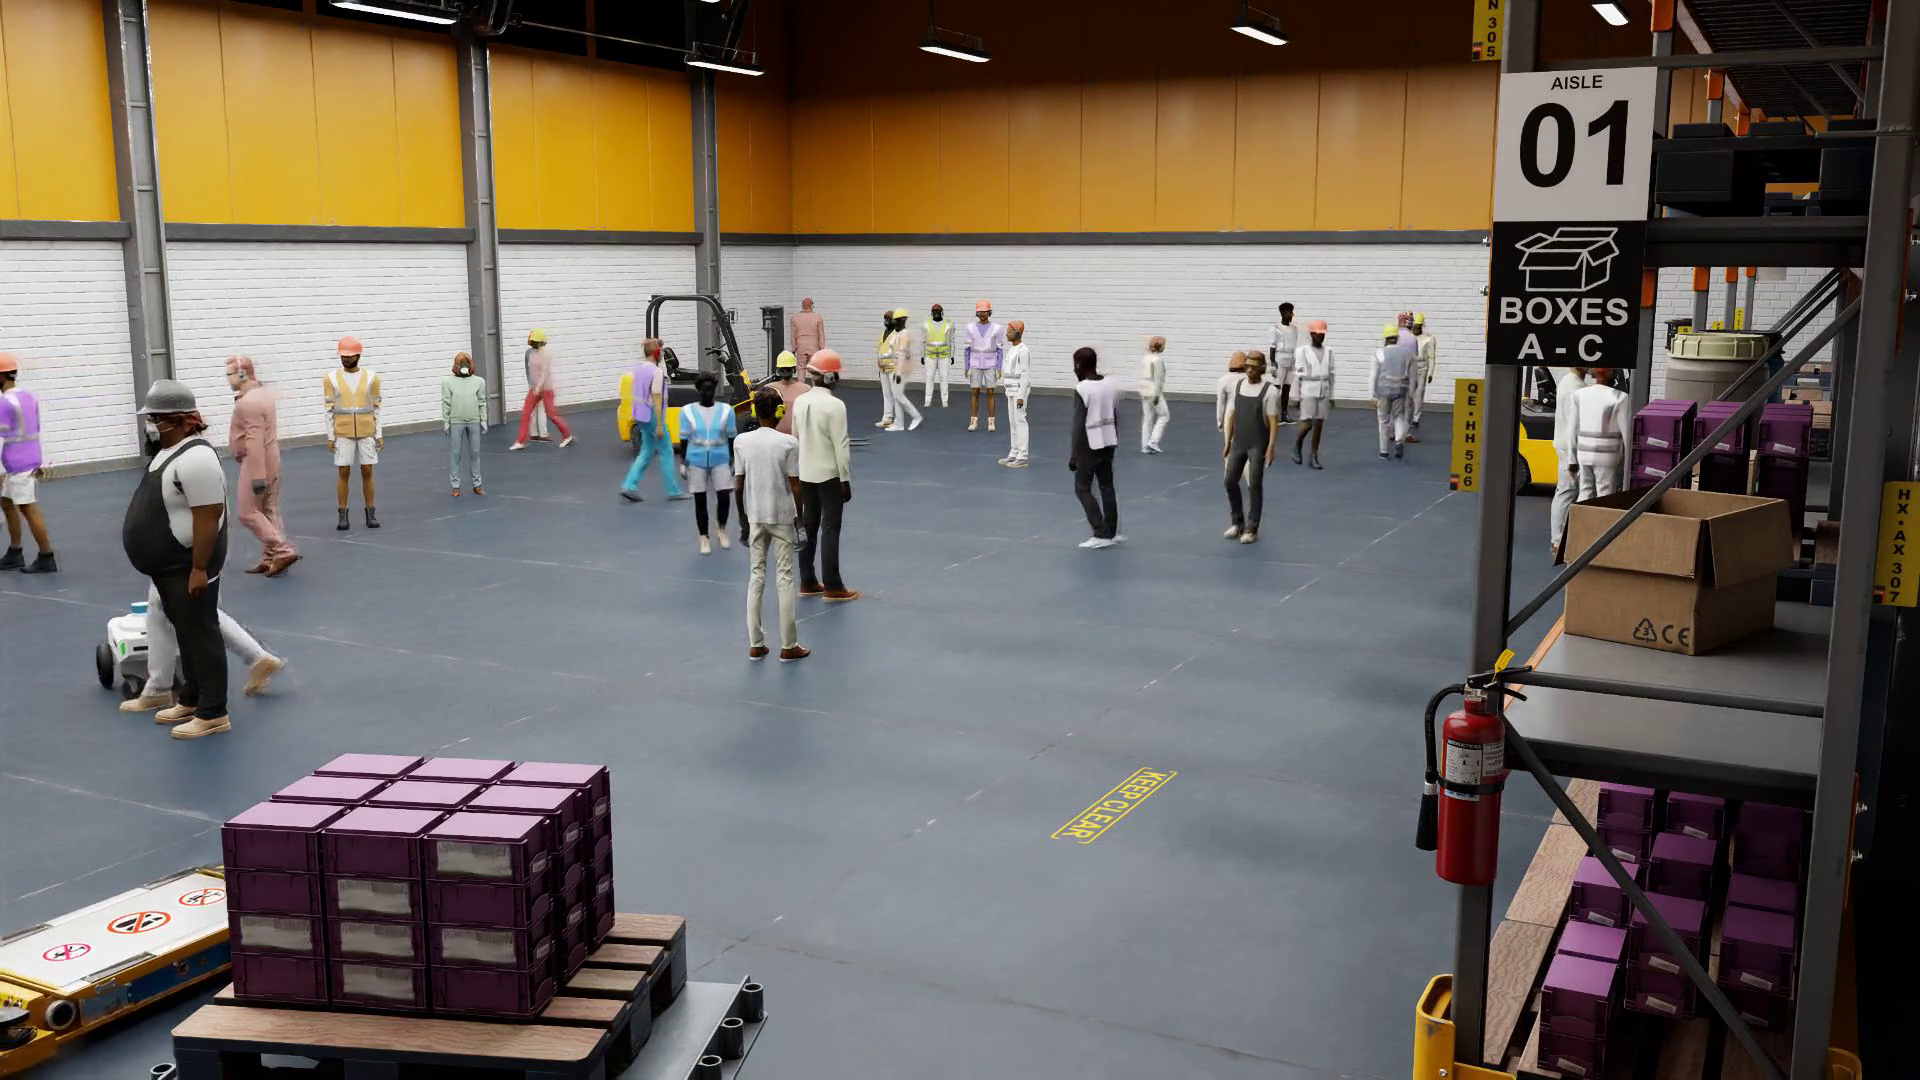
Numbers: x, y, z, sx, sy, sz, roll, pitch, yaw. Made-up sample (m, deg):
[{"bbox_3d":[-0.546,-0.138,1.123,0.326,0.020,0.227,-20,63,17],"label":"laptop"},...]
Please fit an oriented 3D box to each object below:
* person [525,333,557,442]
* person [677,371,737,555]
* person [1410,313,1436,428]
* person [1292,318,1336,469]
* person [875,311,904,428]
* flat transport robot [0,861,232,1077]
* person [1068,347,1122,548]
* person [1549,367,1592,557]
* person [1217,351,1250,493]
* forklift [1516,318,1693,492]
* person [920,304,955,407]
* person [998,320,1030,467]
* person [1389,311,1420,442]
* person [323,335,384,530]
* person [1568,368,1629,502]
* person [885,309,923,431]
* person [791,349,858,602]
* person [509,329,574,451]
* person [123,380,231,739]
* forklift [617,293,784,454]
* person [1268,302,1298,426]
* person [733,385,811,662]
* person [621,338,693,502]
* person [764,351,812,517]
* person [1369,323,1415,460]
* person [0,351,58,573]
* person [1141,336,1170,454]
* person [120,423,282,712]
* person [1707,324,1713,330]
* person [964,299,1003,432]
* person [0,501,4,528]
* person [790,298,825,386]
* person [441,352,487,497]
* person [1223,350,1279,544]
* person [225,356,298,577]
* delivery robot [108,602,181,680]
[{"bbox_3d":[-6.136,-2.246,24.249,0.500,1.636,0.285,8,13,39],"label":"person"},{"bbox_3d":[-2.290,-0.694,15.104,0.541,1.682,0.361,-2,10,-11],"label":"person"},{"bbox_3d":[7.081,-2.632,25.960,0.627,1.810,0.641,5,11,28],"label":"person"},{"bbox_3d":[4.508,-1.860,21.160,0.539,1.927,0.466,-3,10,-18],"label":"person"},{"bbox_3d":[-1.088,-2.674,26.123,0.429,1.846,0.629,-8,12,-38],"label":"person"},{"bbox_3d":[-3.129,1.550,6.220,0.652,0.197,1.431,5,11,27],"label":"flat transport robot"},{"bbox_3d":[1.329,-0.857,15.540,0.788,1.878,0.363,-9,13,-42],"label":"person"},{"bbox_3d":[5.543,-0.805,15.029,0.356,1.938,0.638,3,10,17],"label":"person"},{"bbox_3d":[3.204,-1.349,19.086,0.506,1.631,0.295,3,10,14],"label":"person"},{"bbox_3d":[7.066,-1.601,18.899,2.313,2.155,1.214,5,11,27],"label":"forklift"},{"bbox_3d":[-0.400,-3.276,29.614,0.627,1.843,0.429,0,10,2],"label":"person"},{"bbox_3d":[0.719,-1.875,21.390,0.355,1.883,0.575,-3,10,-16],"label":"person"},{"bbox_3d":[6.462,-2.373,24.202,0.410,1.909,0.643,-4,11,-22],"label":"person"},{"bbox_3d":[-6.020,-1.067,16.561,0.547,1.934,0.376,-4,11,-23],"label":"person"},{"bbox_3d":[5.619,-0.691,14.557,0.422,1.880,0.598,-6,11,-31],"label":"person"},{"bbox_3d":[-0.868,-2.604,25.598,0.558,1.889,0.641,-1,10,-6],"label":"person"},{"bbox_3d":[-1.070,-0.511,13.167,0.396,1.992,0.622,-10,14,-44],"label":"person"},{"bbox_3d":[-5.883,-2.115,23.315,0.513,1.698,0.915,8,12,37],"label":"person"},{"bbox_3d":[-4.468,0.101,9.492,0.539,2.000,0.688,-7,12,-36],"label":"person"},{"bbox_3d":[-3.588,-2.317,23.042,2.313,2.155,1.214,-1,10,-5],"label":"forklift"},{"bbox_3d":[5.180,-2.815,26.585,0.607,1.967,0.367,-7,12,-36],"label":"person"},{"bbox_3d":[-1.264,-0.106,11.205,0.508,1.865,0.328,3,10,17],"label":"person"},{"bbox_3d":[-3.389,-1.315,18.338,0.780,1.819,0.580,-7,12,-34],"label":"person"},{"bbox_3d":[-1.738,-1.027,16.811,0.526,1.769,0.328,-1,10,-5],"label":"person"},{"bbox_3d":[5.715,-1.954,22.030,0.613,1.818,0.467,0,10,0],"label":"person"},{"bbox_3d":[-8.139,-0.645,14.178,0.755,1.908,0.543,-1,10,-9],"label":"person"},{"bbox_3d":[2.666,-1.976,22.737,0.398,1.623,0.511,-4,10,-20],"label":"person"},{"bbox_3d":[-4.631,0.127,10.047,0.854,1.811,0.651,-3,10,-16],"label":"person"},{"bbox_3d":[9.024,-1.647,19.992,0.636,1.911,0.406,1,10,6],"label":"person"},{"bbox_3d":[0.360,-2.681,25.592,0.607,2.044,0.376,1,10,8],"label":"person"},{"bbox_3d":[-7.203,-0.220,11.967,0.555,1.822,0.941,-3,10,-19],"label":"person"},{"bbox_3d":[-2.861,-3.612,31.376,0.652,1.906,0.402,1,10,7],"label":"person"},{"bbox_3d":[-5.604,-1.309,18.834,0.497,1.632,0.289,-5,11,-27],"label":"person"},{"bbox_3d":[2.742,-0.888,15.809,0.564,1.836,0.420,8,12,38],"label":"person"},{"bbox_3d":[-5.959,-0.615,14.090,0.432,1.883,0.677,-2,10,-13],"label":"person"},{"bbox_3d":[-5.122,0.634,10.430,0.477,0.478,0.707,-6,12,-31],"label":"delivery robot"}]
